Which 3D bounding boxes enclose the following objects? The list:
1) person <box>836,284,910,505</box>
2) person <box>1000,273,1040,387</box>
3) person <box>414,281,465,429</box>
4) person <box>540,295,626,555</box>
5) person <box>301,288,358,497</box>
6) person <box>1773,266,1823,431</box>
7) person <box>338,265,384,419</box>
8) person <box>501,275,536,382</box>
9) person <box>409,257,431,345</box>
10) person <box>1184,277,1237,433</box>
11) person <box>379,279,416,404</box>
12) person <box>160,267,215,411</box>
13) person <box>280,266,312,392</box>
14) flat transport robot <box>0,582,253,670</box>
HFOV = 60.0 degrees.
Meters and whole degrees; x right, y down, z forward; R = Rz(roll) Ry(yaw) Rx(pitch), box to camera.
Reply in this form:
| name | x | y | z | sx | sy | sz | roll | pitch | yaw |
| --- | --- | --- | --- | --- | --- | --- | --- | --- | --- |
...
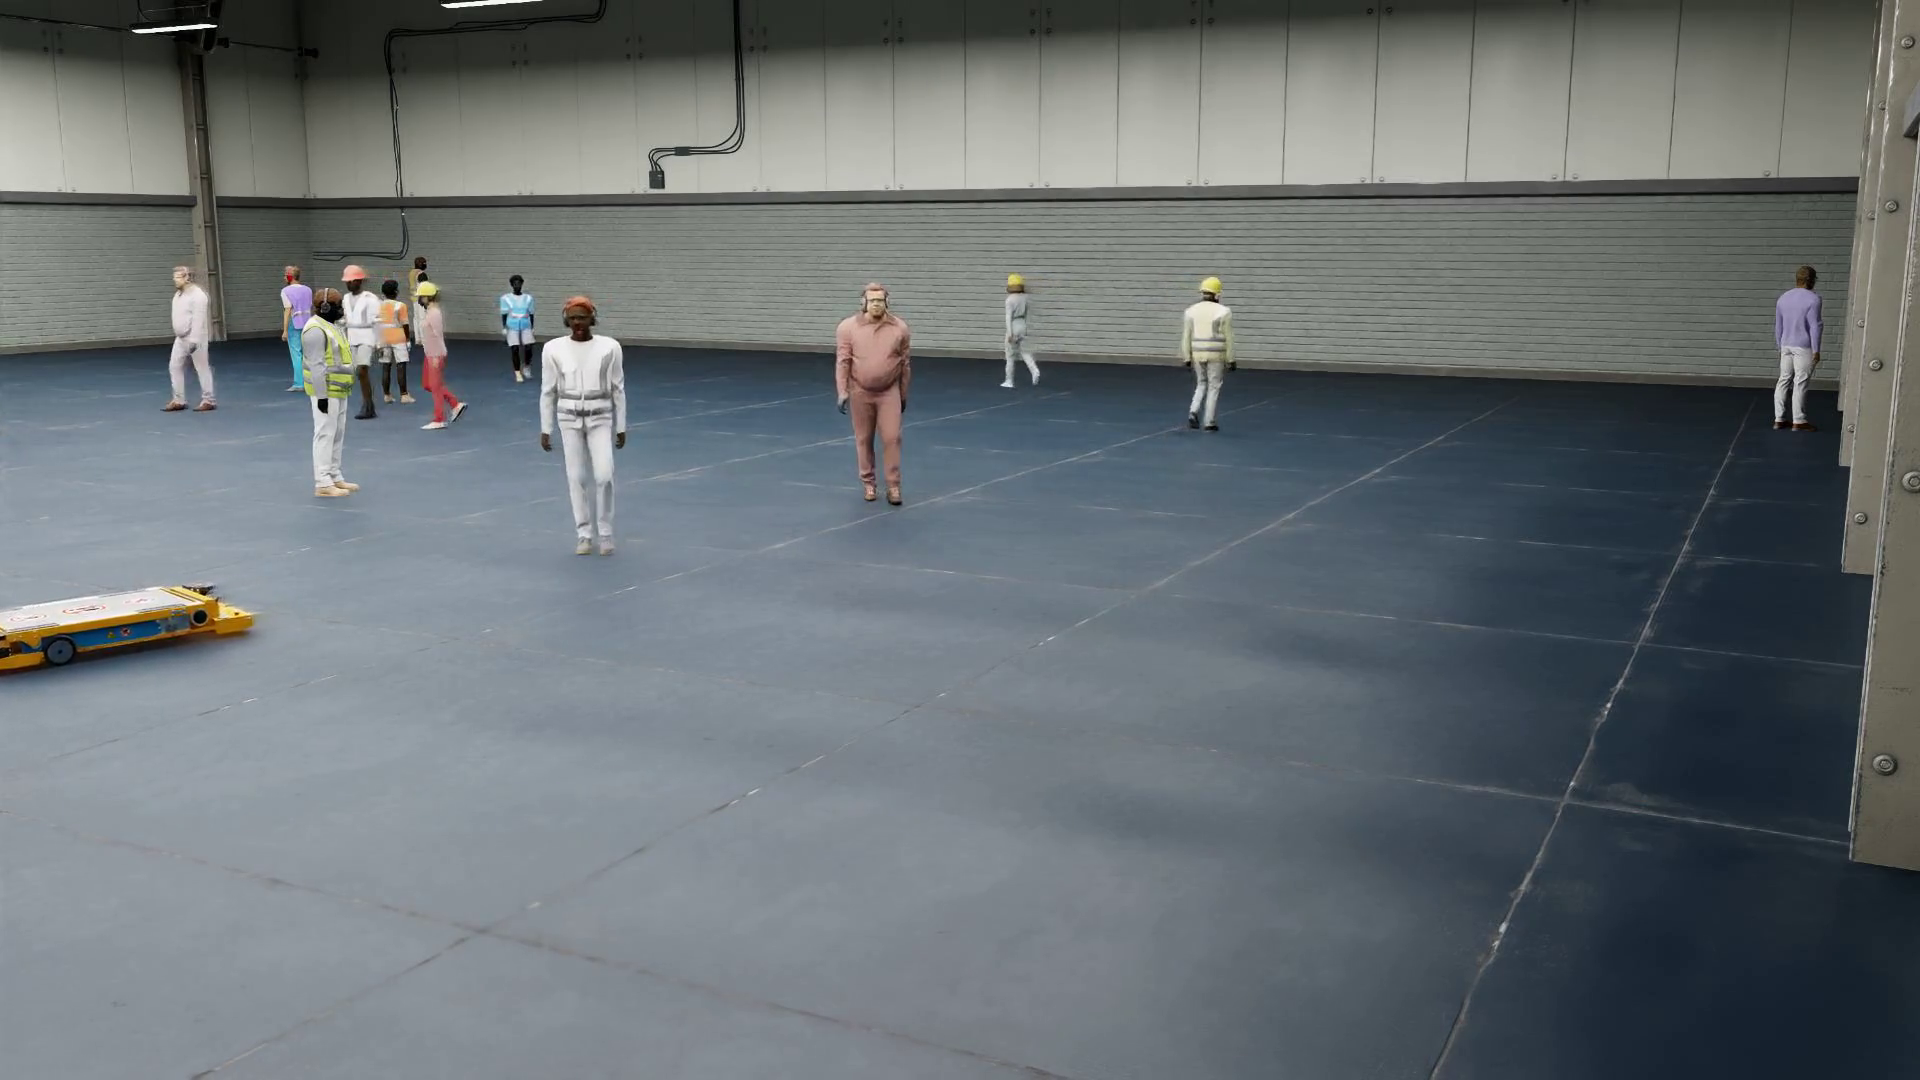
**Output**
| name | x | y | z | sx | sy | sz | roll | pitch | yaw |
| --- | --- | --- | --- | --- | --- | --- | --- | --- | --- |
| person | -0.728 | -1.225 | 14.185 | 0.650 | 1.875 | 0.863 | -1 | 10 | -6 |
| person | 0.890 | -3.151 | 25.077 | 0.492 | 1.725 | 0.641 | -8 | 13 | -37 |
| person | -6.206 | -2.189 | 19.761 | 0.484 | 1.758 | 0.528 | -6 | 12 | -29 |
| person | -2.696 | -0.803 | 11.892 | 0.591 | 1.869 | 0.544 | -1 | 10 | -7 |
| person | -5.565 | -1.300 | 14.726 | 0.430 | 1.836 | 0.629 | -1 | 10 | -3 |
| person | 9.881 | -2.250 | 19.593 | 0.368 | 1.940 | 0.631 | -4 | 11 | -19 |
| person | -7.524 | -2.448 | 20.715 | 0.580 | 1.917 | 0.607 | 4 | 11 | 23 |
| person | -6.922 | -3.312 | 26.080 | 0.538 | 1.684 | 0.369 | -5 | 11 | -24 |
| person | -11.331 | -5.026 | 34.994 | 0.430 | 1.844 | 0.624 | -8 | 13 | -38 |
| person | 2.917 | -2.139 | 19.317 | 0.596 | 1.818 | 0.422 | 8 | 13 | 37 |
| person | -7.724 | -2.695 | 22.677 | 0.533 | 1.697 | 0.319 | 3 | 11 | 14 |
| person | -10.099 | -2.596 | 21.627 | 0.661 | 1.880 | 0.763 | 7 | 12 | 32 |
| person | -9.725 | -3.094 | 24.449 | 0.377 | 1.842 | 0.570 | 4 | 11 | 19 |
| flat transport robot | -4.819 | 0.467 | 9.328 | 0.652 | 0.197 | 1.431 | 10 | 14 | 43 |
